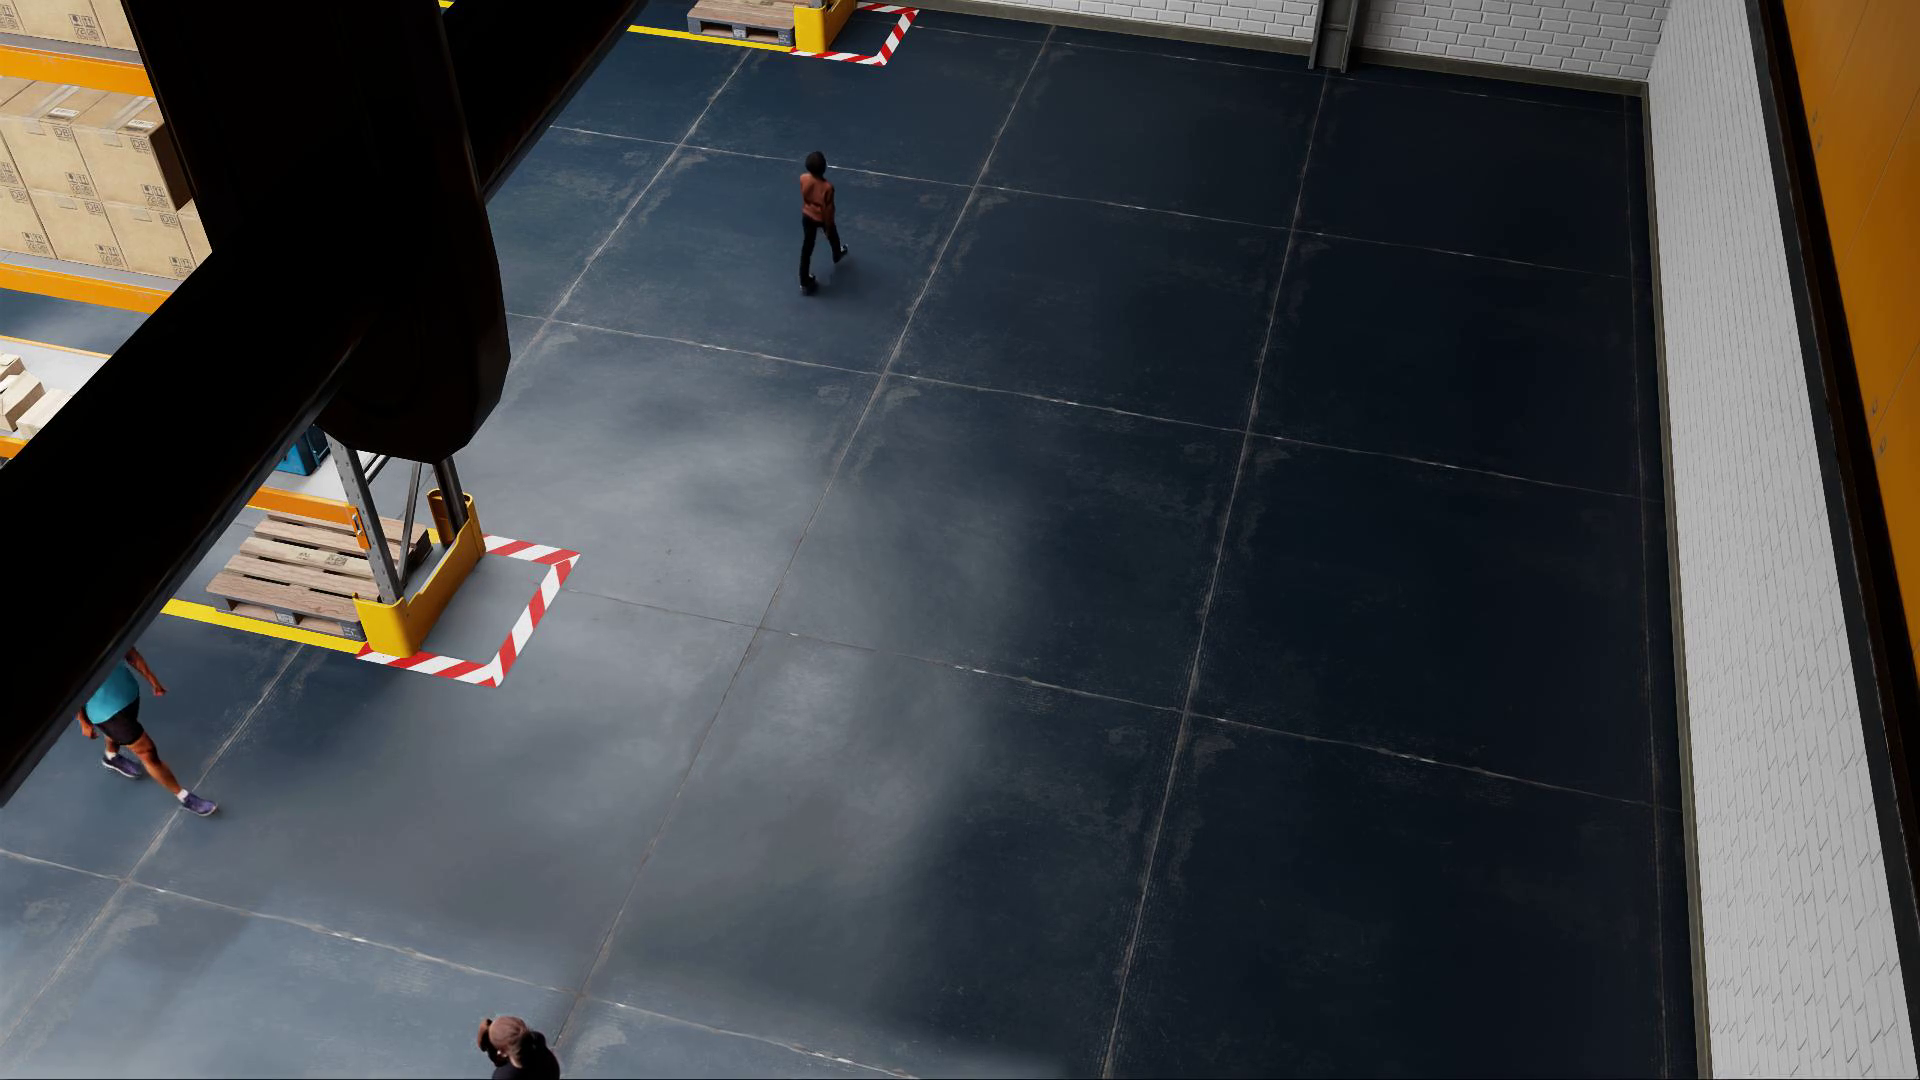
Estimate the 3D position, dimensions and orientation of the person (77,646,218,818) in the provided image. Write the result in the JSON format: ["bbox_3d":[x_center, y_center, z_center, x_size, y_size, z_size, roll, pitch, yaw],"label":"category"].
[{"bbox_3d":[-5.162,0.953,10.021,1.183,1.730,0.729,16,46,16],"label":"person"}]

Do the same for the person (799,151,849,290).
[{"bbox_3d":[-1.262,-2.723,14.253,0.903,1.215,0.682,19,47,19],"label":"person"}]

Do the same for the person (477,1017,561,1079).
[{"bbox_3d":[-2.018,2.816,8.047,0.588,1.754,0.563,13,45,14],"label":"person"}]
